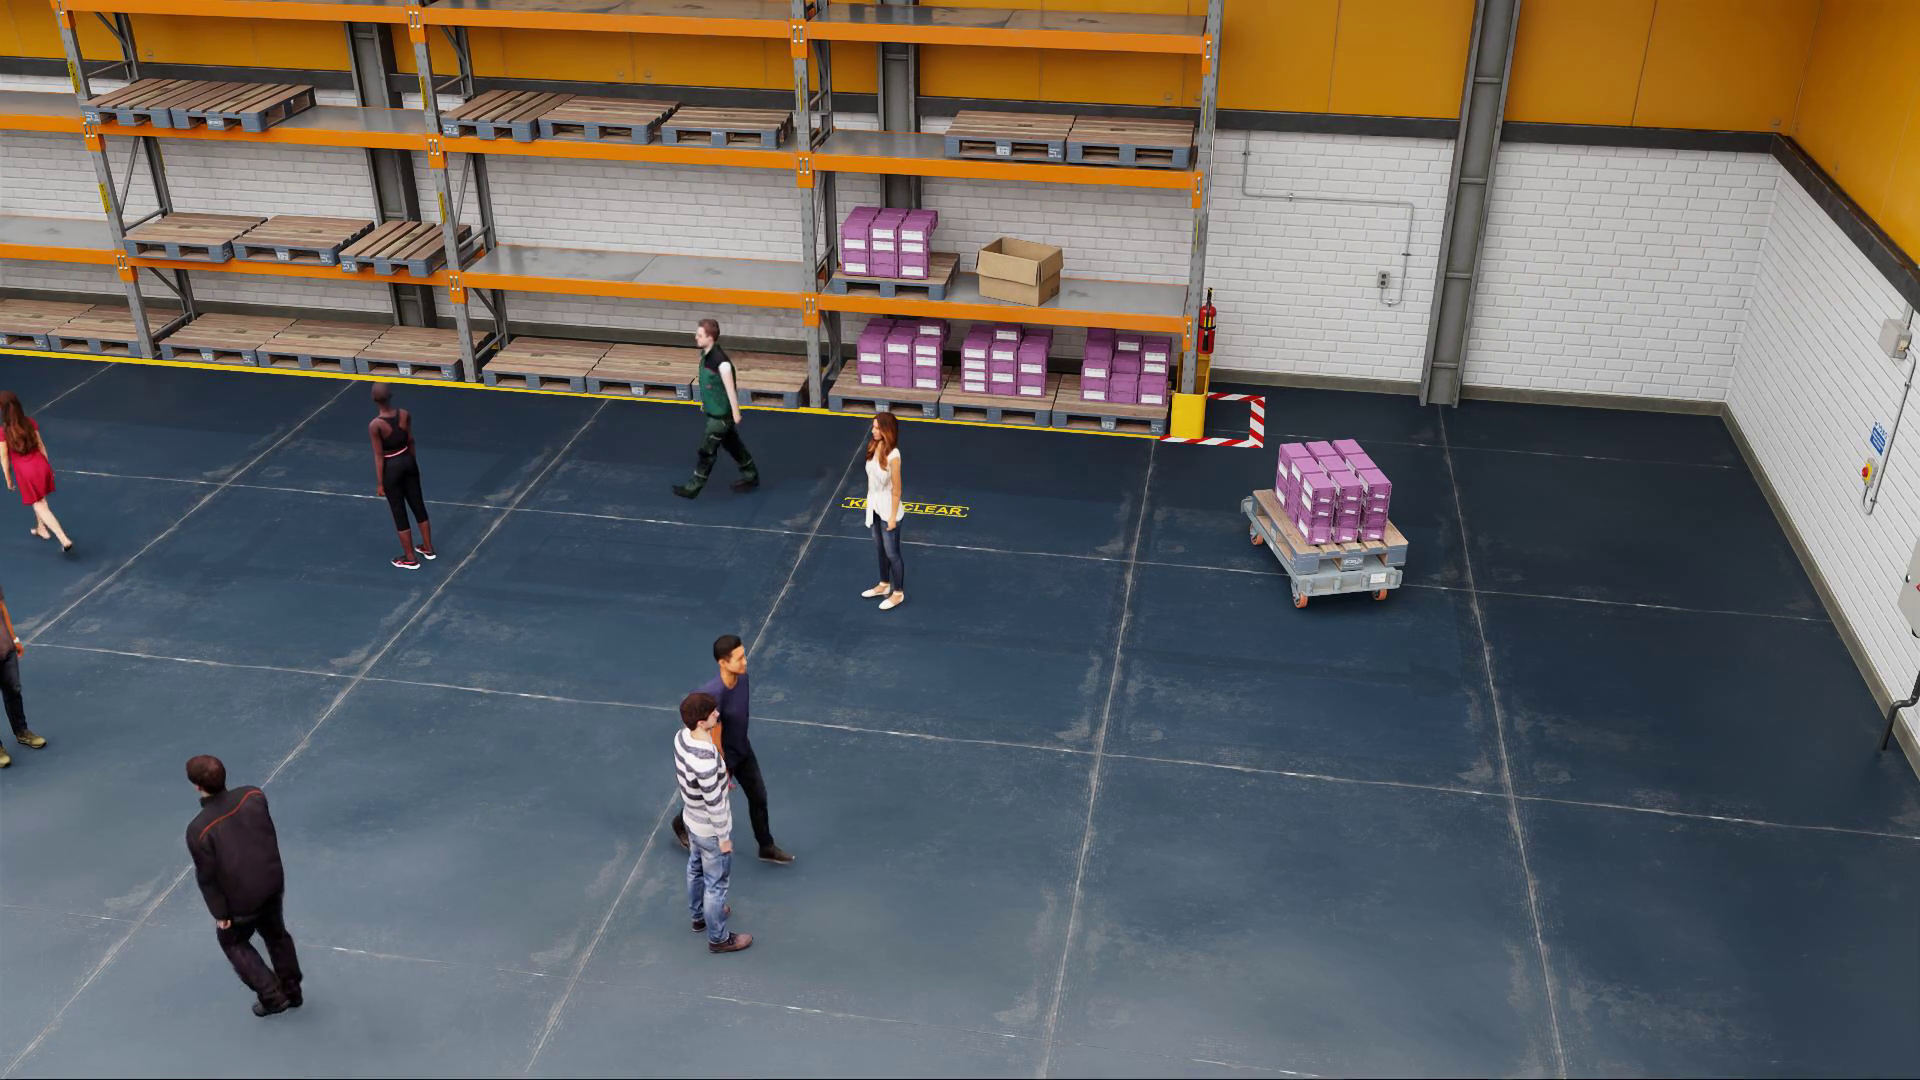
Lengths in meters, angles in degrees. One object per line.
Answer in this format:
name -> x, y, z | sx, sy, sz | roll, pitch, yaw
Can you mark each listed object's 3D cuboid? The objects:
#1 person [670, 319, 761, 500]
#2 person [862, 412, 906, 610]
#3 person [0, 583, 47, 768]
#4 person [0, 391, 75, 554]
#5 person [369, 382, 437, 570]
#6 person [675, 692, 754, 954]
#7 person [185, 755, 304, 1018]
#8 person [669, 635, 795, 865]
person -> -2.224, -1.241, 15.888 | 1.229, 1.784, 1.040 | -11, 31, -20
person -> -0.622, -0.262, 14.093 | 0.718, 1.785, 0.663 | -17, 33, -29
person -> -7.111, 0.807, 12.141 | 0.663, 1.778, 0.698 | 15, 32, 26
person -> -8.321, -0.587, 14.961 | 1.089, 1.522, 0.806 | 18, 33, 29
person -> -4.960, -0.585, 14.711 | 0.668, 1.760, 0.660 | 18, 34, 30
person -> -1.583, 1.741, 10.346 | 0.755, 1.855, 0.716 | -16, 32, -27
person -> -4.100, 2.077, 9.772 | 0.826, 1.816, 0.828 | 16, 32, 27
person -> -1.620, 1.410, 11.057 | 1.222, 1.756, 0.884 | 14, 32, 24
